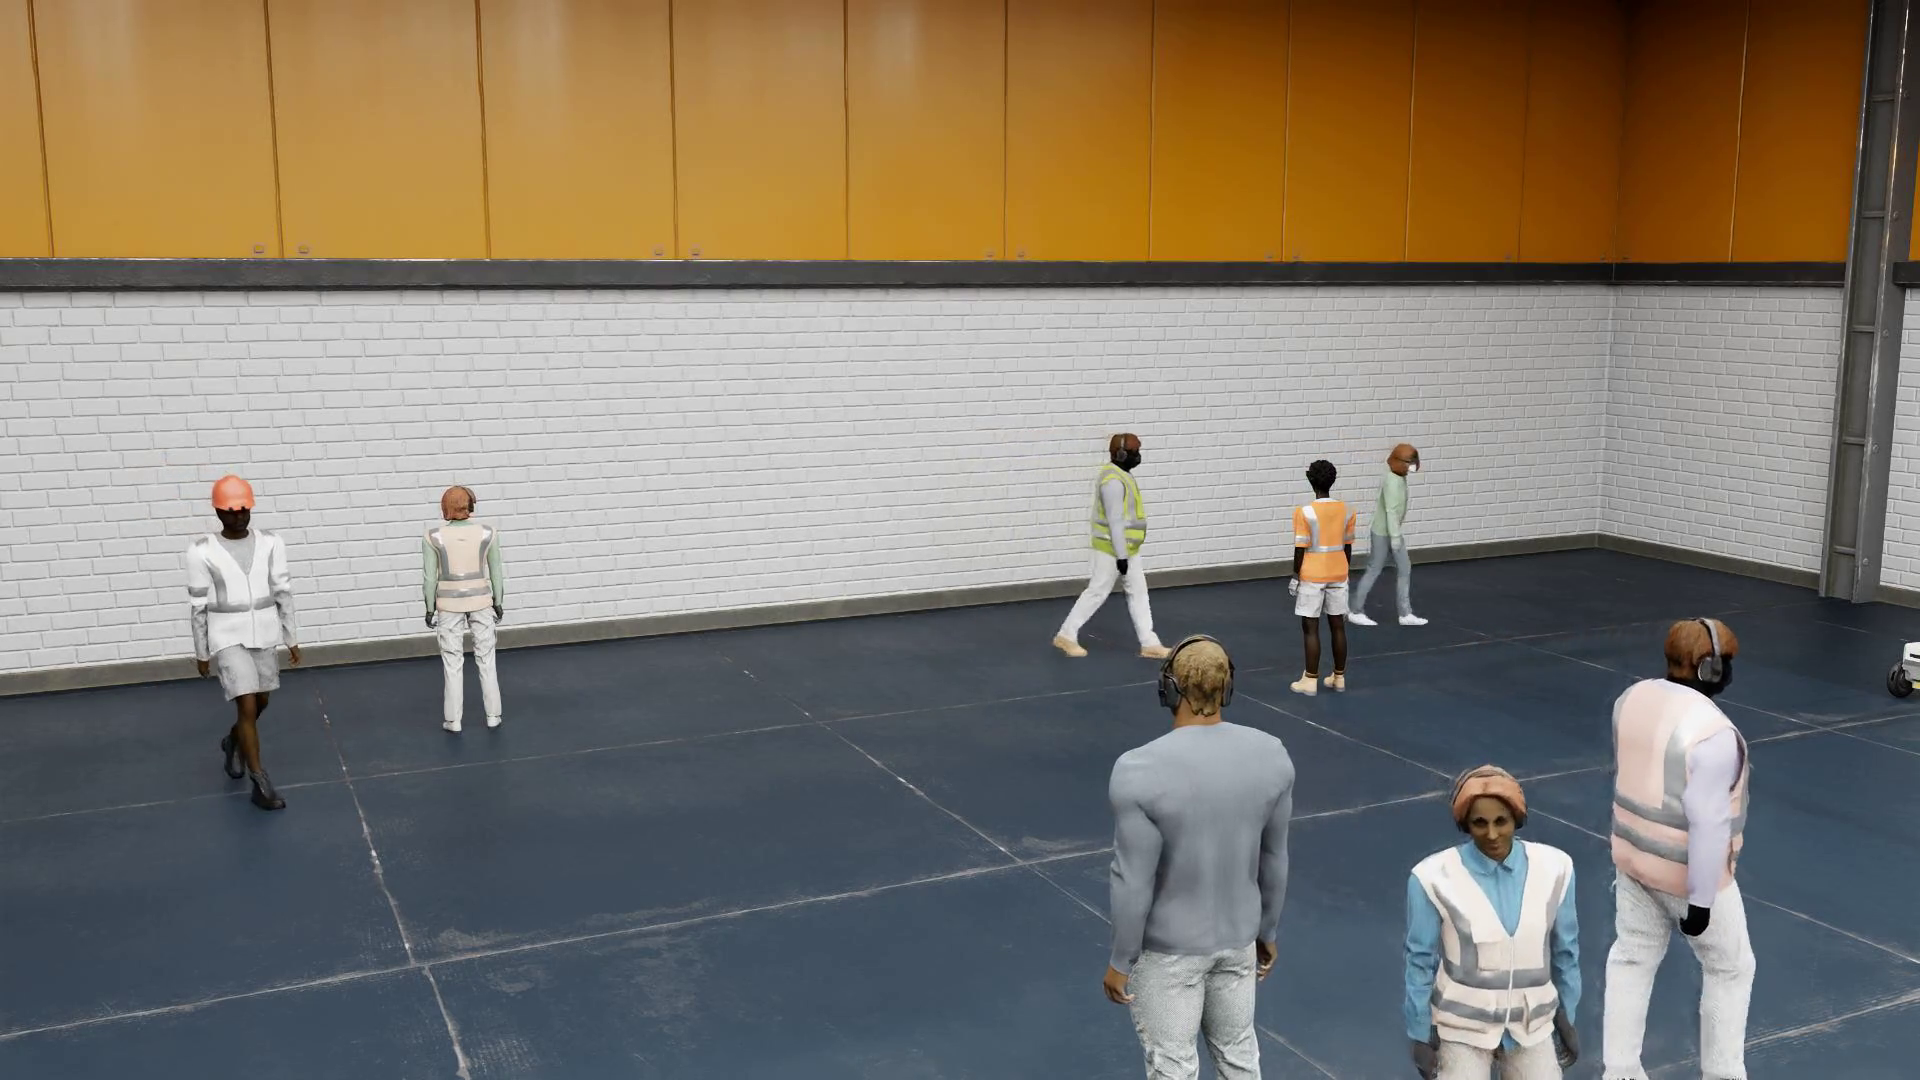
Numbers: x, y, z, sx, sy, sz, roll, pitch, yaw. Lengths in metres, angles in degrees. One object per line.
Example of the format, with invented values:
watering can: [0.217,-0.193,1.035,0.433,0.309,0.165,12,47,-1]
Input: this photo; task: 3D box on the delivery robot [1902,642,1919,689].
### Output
delivery robot: [7.023,0.827,11.747,0.707,0.478,0.477,-4,10,-25]

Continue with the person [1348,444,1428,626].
person: [3.679,-0.031,14.136,0.765,1.591,0.521,5,11,30]

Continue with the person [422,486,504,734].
person: [-3.269,0.459,10.971,0.520,1.636,0.312,-4,10,-24]

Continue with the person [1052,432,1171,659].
person: [1.187,0.050,13.028,0.951,1.805,0.641,3,9,15]

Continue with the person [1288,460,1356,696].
person: [2.595,0.268,11.960,0.539,1.698,0.319,-4,10,-24]

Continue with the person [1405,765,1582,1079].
person: [1.559,1.443,4.898,0.532,1.618,0.407,-1,9,-5]

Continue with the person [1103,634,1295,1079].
person: [0.730,1.247,5.147,0.633,1.938,0.356,-4,10,-24]

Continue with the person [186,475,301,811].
person: [-4.171,0.546,9.616,0.554,1.904,0.932,-9,13,-44]

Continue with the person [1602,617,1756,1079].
person: [2.661,1.171,5.991,0.732,1.816,0.624,-2,9,-14]
